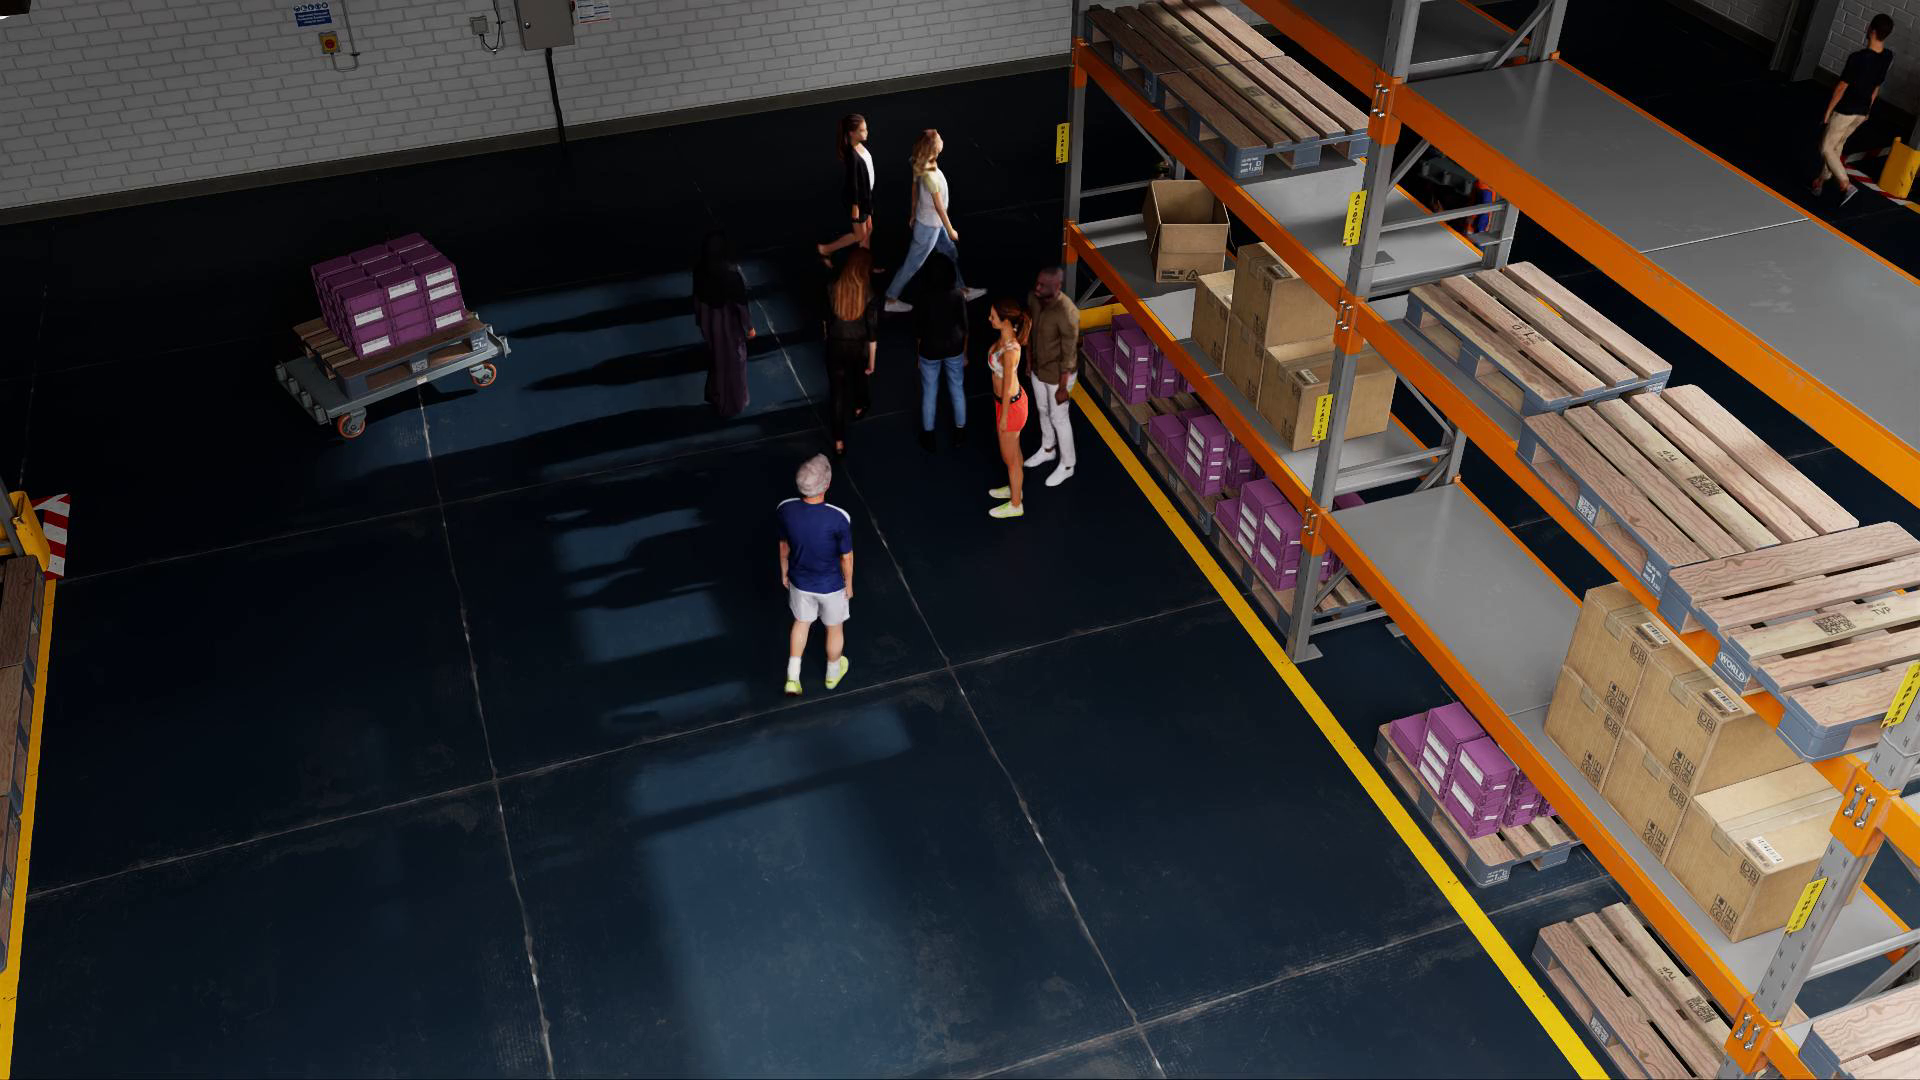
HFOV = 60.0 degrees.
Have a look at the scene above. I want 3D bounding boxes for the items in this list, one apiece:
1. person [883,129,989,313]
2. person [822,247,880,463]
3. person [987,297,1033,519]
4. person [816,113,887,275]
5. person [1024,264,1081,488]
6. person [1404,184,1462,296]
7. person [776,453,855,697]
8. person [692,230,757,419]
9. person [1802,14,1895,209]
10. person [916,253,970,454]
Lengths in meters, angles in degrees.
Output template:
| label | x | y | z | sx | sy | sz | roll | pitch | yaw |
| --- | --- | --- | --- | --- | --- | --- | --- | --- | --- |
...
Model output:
| label | x | y | z | sx | sy | sz | roll | pitch | yaw |
| --- | --- | --- | --- | --- | --- | --- | --- | --- | --- |
| person | -0.350 | -2.635 | 14.163 | 0.788 | 1.664 | 1.139 | -9 | 39 | -11 |
| person | -0.869 | -1.381 | 12.595 | 0.940 | 1.662 | 1.204 | 3 | 39 | 3 |
| person | 0.363 | -0.958 | 11.966 | 0.694 | 1.786 | 0.573 | 1 | 39 | 1 |
| person | -0.984 | -3.054 | 14.786 | 0.802 | 1.542 | 0.860 | 3 | 39 | 4 |
| person | 0.697 | -1.258 | 12.320 | 0.838 | 1.814 | 0.636 | -22 | 43 | -25 |
| person | 3.860 | -2.014 | 13.366 | 1.145 | 1.689 | 1.040 | 17 | 42 | 20 |
| person | -0.913 | 0.296 | 10.363 | 0.912 | 1.827 | 1.014 | 10 | 40 | 12 |
| person | -1.892 | -1.657 | 12.984 | 0.799 | 1.607 | 0.849 | 22 | 44 | 26 |
| person | 8.489 | -4.023 | 15.764 | 0.673 | 1.836 | 1.015 | -10 | 40 | -13 |
| person | -0.136 | -1.411 | 12.601 | 0.613 | 1.702 | 0.605 | -4 | 39 | -5 |
